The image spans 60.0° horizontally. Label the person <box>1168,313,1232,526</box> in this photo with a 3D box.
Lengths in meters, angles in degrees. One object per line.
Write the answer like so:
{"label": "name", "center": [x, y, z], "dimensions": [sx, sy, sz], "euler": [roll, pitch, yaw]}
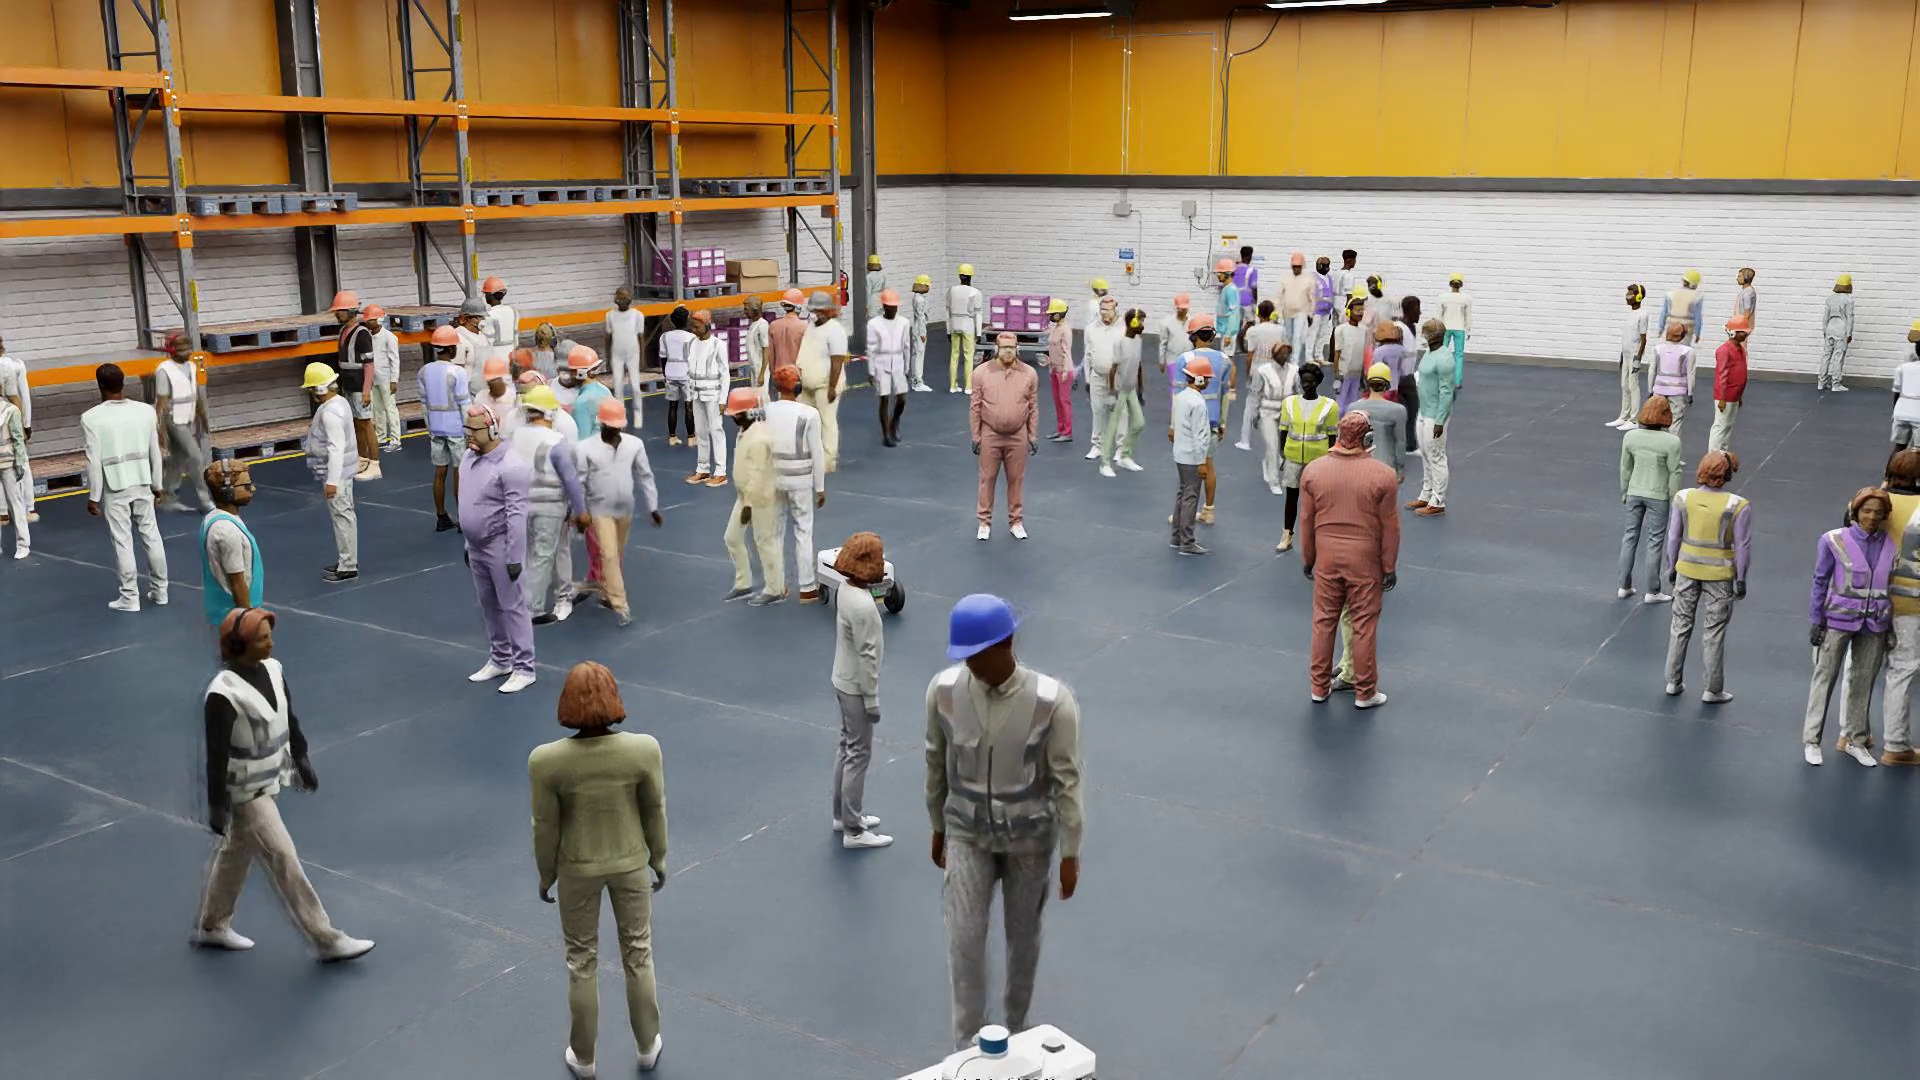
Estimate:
{"label": "person", "center": [2.253, -1.130, 15.747], "dimensions": [0.615, 2.028, 0.409], "euler": [-6, 14, -25]}

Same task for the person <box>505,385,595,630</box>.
{"label": "person", "center": [-3.021, -0.262, 12.467], "dimensions": [0.613, 1.797, 0.782], "euler": [10, 16, 37]}

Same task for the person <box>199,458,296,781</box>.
{"label": "person", "center": [-3.996, 0.457, 9.251], "dimensions": [0.345, 1.846, 0.508], "euler": [-9, 16, -34]}

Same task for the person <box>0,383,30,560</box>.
{"label": "person", "center": [-8.378, -0.641, 14.464], "dimensions": [0.513, 1.641, 0.307], "euler": [0, 13, -2]}

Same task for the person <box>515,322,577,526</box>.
{"label": "person", "center": [-3.882, -1.085, 15.736], "dimensions": [0.635, 1.937, 0.352], "euler": [4, 13, 15]}

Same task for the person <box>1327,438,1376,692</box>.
{"label": "person", "center": [2.543, 0.121, 10.910], "dimensions": [0.330, 1.751, 0.564], "euler": [4, 14, 16]}

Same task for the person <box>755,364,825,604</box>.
{"label": "person", "center": [-1.332, -0.433, 13.035], "dimensions": [0.585, 1.879, 0.337], "euler": [4, 14, 16]}

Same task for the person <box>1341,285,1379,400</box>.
{"label": "person", "center": [5.520, -2.655, 23.008], "dimensions": [0.548, 1.731, 0.514], "euler": [2, 13, 10]}

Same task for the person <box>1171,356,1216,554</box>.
{"label": "person", "center": [2.073, -0.752, 14.724], "dimensions": [0.349, 1.743, 0.572], "euler": [-2, 13, -8]}

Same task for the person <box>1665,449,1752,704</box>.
{"label": "person", "center": [4.785, 0.236, 10.664], "dimensions": [0.306, 1.640, 0.522], "euler": [-12, 17, -42]}

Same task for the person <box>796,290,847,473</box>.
{"label": "person", "center": [-1.556, -1.750, 18.396], "dimensions": [0.539, 2.000, 0.708], "euler": [-10, 16, -36]}

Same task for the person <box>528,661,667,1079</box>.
{"label": "person", "center": [-1.352, 1.247, 6.286], "dimensions": [0.500, 1.636, 0.286], "euler": [-4, 14, -18]}

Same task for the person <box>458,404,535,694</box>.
{"label": "person", "center": [-3.071, 0.051, 10.904], "dimensions": [0.644, 1.901, 0.396], "euler": [12, 17, 41]}

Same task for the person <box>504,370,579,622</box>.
{"label": "person", "center": [-3.184, -0.329, 12.542], "dimensions": [0.643, 1.903, 0.411], "euler": [5, 14, 20]}

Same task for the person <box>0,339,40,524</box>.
{"label": "person", "center": [-9.128, -1.046, 15.789], "dimensions": [0.507, 1.837, 0.347], "euler": [1, 13, 4]}

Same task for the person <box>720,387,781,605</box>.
{"label": "person", "center": [-1.661, -0.329, 12.913], "dimensions": [0.577, 1.723, 0.577], "euler": [-6, 14, -25]}

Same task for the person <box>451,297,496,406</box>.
{"label": "person", "center": [-5.099, -1.562, 17.582], "dimensions": [0.535, 2.000, 0.680], "euler": [3, 13, 11]}

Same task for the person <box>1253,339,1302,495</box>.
{"label": "person", "center": [3.316, -1.323, 17.501], "dimensions": [0.521, 1.610, 0.743], "euler": [-3, 13, -12]}

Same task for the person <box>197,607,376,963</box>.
{"label": "person", "center": [-3.004, 1.058, 7.186], "dimensions": [0.856, 1.586, 0.536], "euler": [1, 13, 3]}

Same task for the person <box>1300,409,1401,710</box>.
{"label": "person", "center": [2.477, 0.124, 10.558], "dimensions": [0.639, 1.911, 0.406], "euler": [8, 15, 30]}

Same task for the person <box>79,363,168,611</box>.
{"label": "person", "center": [-6.427, -0.404, 12.831], "dimensions": [0.370, 1.915, 0.597], "euler": [8, 15, 32]}

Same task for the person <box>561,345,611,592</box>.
{"label": "person", "center": [-2.976, -0.575, 13.423], "dimensions": [0.407, 1.987, 0.615], "euler": [2, 13, 10]}

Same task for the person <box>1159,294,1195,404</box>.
{"label": "person", "center": [2.898, -2.392, 21.898], "dimensions": [0.571, 1.719, 0.838], "euler": [-2, 13, -9]}

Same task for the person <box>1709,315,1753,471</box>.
{"label": "person", "center": [8.540, -1.614, 18.435], "dimensions": [0.324, 1.752, 0.560], "euler": [12, 17, 41]}

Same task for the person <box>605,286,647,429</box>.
{"label": "person", "center": [-4.303, -2.342, 21.403], "dimensions": [0.529, 1.845, 0.332], "euler": [0, 13, 1]}

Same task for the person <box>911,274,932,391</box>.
{"label": "person", "center": [-0.572, -3.106, 24.948], "dimensions": [0.311, 1.736, 0.483], "euler": [-2, 13, -9]}

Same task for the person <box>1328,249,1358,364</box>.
{"label": "person", "center": [6.438, -3.899, 27.912], "dimensions": [0.379, 1.958, 0.606], "euler": [-2, 13, -10]}

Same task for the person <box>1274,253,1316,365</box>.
{"label": "person", "center": [5.415, -3.654, 26.893], "dimensions": [0.607, 1.947, 1.044], "euler": [6, 14, 24]}

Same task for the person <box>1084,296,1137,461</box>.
{"label": "person", "center": [1.711, -1.860, 19.194], "dimensions": [0.633, 1.899, 0.401], "euler": [7, 15, 26]}

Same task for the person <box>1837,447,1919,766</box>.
{"label": "person", "center": [5.397, 0.376, 9.613], "dimensions": [0.430, 1.843, 0.624], "euler": [-6, 14, -25]}

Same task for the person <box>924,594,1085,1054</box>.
{"label": "person", "center": [0.139, 1.137, 6.167], "dimensions": [0.640, 1.897, 0.812], "euler": [3, 13, 13]}

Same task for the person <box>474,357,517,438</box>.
{"label": "person", "center": [-4.074, -0.778, 14.839], "dimensions": [0.582, 1.735, 0.412], "euler": [5, 14, 19]}

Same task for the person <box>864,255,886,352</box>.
{"label": "person", "center": [-1.526, -4.226, 29.791], "dimensions": [0.294, 1.744, 0.486], "euler": [11, 17, 38]}

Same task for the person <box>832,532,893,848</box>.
{"label": "person", "center": [-0.508, 0.755, 8.447], "dimensions": [0.280, 1.625, 0.493], "euler": [-3, 13, -11]}

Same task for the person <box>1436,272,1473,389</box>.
{"label": "person", "center": [7.470, -3.170, 25.175], "dimensions": [0.523, 1.760, 0.336], "euler": [4, 14, 18]}

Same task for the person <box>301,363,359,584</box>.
{"label": "person", "center": [-5.162, -0.554, 13.689], "dimensions": [0.404, 1.822, 0.586], "euler": [-3, 13, -14]}

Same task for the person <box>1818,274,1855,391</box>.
{"label": "person", "center": [13.187, -3.112, 24.955], "dimensions": [0.306, 1.742, 0.494], "euler": [-5, 14, -21]}

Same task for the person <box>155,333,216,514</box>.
{"label": "person", "center": [-7.510, -1.117, 16.169], "dimensions": [0.743, 1.792, 0.690], "euler": [0, 13, 0]}
